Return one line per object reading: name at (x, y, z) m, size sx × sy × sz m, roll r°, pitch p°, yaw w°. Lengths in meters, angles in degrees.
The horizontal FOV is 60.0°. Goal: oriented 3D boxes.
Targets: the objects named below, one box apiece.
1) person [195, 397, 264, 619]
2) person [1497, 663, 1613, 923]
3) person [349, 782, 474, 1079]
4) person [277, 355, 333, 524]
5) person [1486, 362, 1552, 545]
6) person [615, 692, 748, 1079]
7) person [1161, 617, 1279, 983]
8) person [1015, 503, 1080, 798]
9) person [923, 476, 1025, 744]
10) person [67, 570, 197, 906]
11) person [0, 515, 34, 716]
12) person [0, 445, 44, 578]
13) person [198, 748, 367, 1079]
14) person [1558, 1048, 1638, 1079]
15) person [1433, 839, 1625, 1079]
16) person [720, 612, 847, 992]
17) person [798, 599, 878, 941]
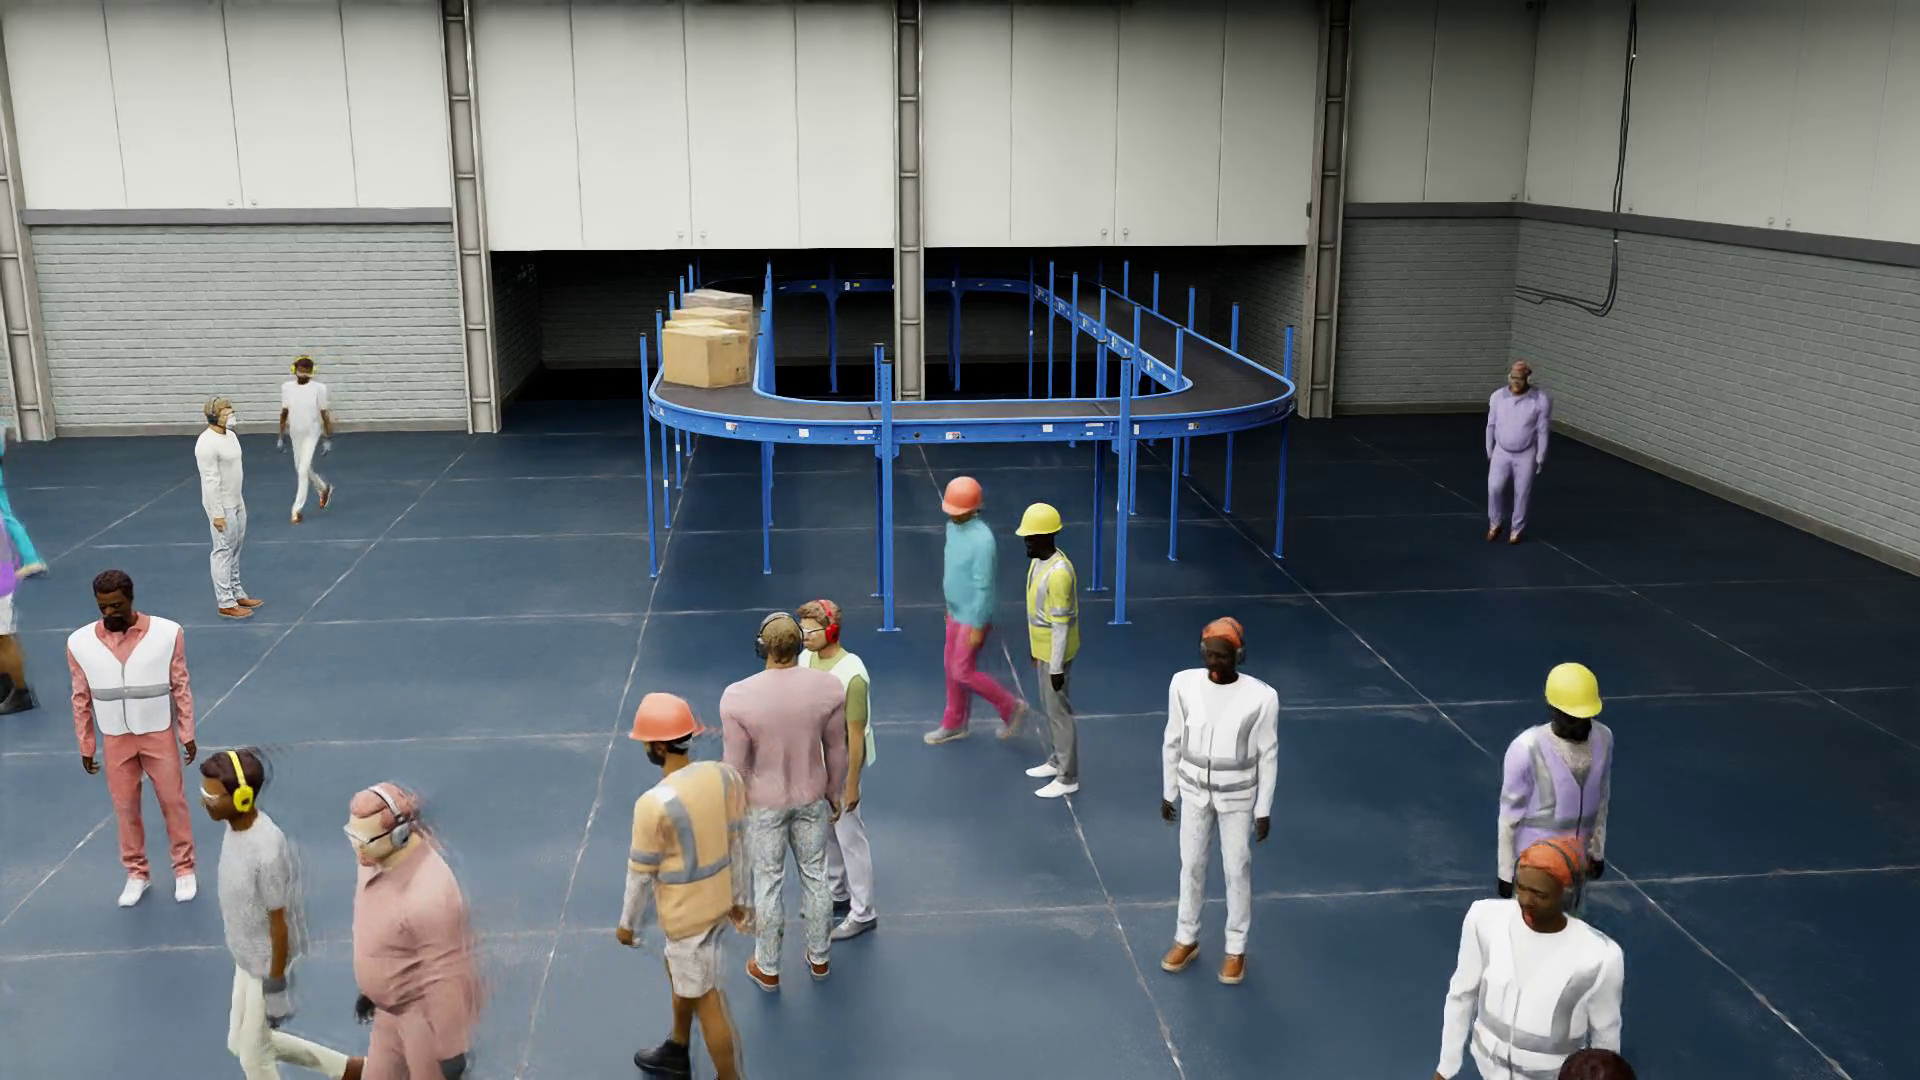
person at (-6.393, -0.286, 14.509) m, size 0.370 × 1.940 × 0.630 m, roll -1°, pitch 14°, yaw -6°
person at (2.724, 1.428, 7.738) m, size 0.616 × 1.898 × 0.639 m, roll -7°, pitch 16°, yaw -25°
person at (-2.070, 1.786, 6.333) m, size 0.414 × 1.881 × 0.676 m, roll -10°, pitch 17°, yaw -34°
person at (-7.144, -1.138, 18.178) m, size 0.578 × 1.820 × 0.870 m, roll 1°, pitch 14°, yaw 6°
person at (5.674, -0.875, 16.986) m, size 0.642 × 1.888 × 0.483 m, roll 7°, pitch 16°, yaw 27°
person at (-1.257, 1.565, 7.162) m, size 0.801 × 1.903 × 0.537 m, roll 6°, pitch 15°, yaw 24°
person at (1.284, 1.288, 8.319) m, size 0.584 × 1.883 × 0.337 m, roll 7°, pitch 16°, yaw 26°
person at (0.554, 0.696, 10.643) m, size 0.425 × 1.913 × 0.602 m, roll -2°, pitch 14°, yaw -8°
person at (0.111, 0.495, 11.359) m, size 0.610 × 1.957 × 0.674 m, roll -5°, pitch 15°, yaw -21°
person at (-4.528, 1.072, 9.146) m, size 0.597 × 1.907 × 0.407 m, roll -4°, pitch 15°, yaw -16°
person at (-7.028, 0.348, 12.008) m, size 0.446 × 1.915 × 0.564 m, roll -10°, pitch 17°, yaw -36°
person at (-9.168, -0.504, 15.673) m, size 0.986 × 1.801 × 0.523 m, roll 4°, pitch 14°, yaw 14°
person at (-2.793, 1.697, 6.742) m, size 0.625 × 1.855 × 0.535 m, roll -11°, pitch 18°, yaw -37°
person at (1.759, 2.220, 4.603) m, size 0.940 × 1.890 × 0.598 m, roll -6°, pitch 15°, yaw -23°
person at (2.039, 1.908, 5.962) m, size 1.004 × 1.837 × 0.576 m, roll -13°, pitch 19°, yaw -43°
person at (-0.865, 1.286, 8.216) m, size 0.629 × 1.940 × 0.372 m, roll -6°, pitch 15°, yaw -21°
person at (-0.660, 1.193, 8.809) m, size 0.373 × 1.833 × 0.562 m, roll -10°, pitch 17°, yaw -35°
